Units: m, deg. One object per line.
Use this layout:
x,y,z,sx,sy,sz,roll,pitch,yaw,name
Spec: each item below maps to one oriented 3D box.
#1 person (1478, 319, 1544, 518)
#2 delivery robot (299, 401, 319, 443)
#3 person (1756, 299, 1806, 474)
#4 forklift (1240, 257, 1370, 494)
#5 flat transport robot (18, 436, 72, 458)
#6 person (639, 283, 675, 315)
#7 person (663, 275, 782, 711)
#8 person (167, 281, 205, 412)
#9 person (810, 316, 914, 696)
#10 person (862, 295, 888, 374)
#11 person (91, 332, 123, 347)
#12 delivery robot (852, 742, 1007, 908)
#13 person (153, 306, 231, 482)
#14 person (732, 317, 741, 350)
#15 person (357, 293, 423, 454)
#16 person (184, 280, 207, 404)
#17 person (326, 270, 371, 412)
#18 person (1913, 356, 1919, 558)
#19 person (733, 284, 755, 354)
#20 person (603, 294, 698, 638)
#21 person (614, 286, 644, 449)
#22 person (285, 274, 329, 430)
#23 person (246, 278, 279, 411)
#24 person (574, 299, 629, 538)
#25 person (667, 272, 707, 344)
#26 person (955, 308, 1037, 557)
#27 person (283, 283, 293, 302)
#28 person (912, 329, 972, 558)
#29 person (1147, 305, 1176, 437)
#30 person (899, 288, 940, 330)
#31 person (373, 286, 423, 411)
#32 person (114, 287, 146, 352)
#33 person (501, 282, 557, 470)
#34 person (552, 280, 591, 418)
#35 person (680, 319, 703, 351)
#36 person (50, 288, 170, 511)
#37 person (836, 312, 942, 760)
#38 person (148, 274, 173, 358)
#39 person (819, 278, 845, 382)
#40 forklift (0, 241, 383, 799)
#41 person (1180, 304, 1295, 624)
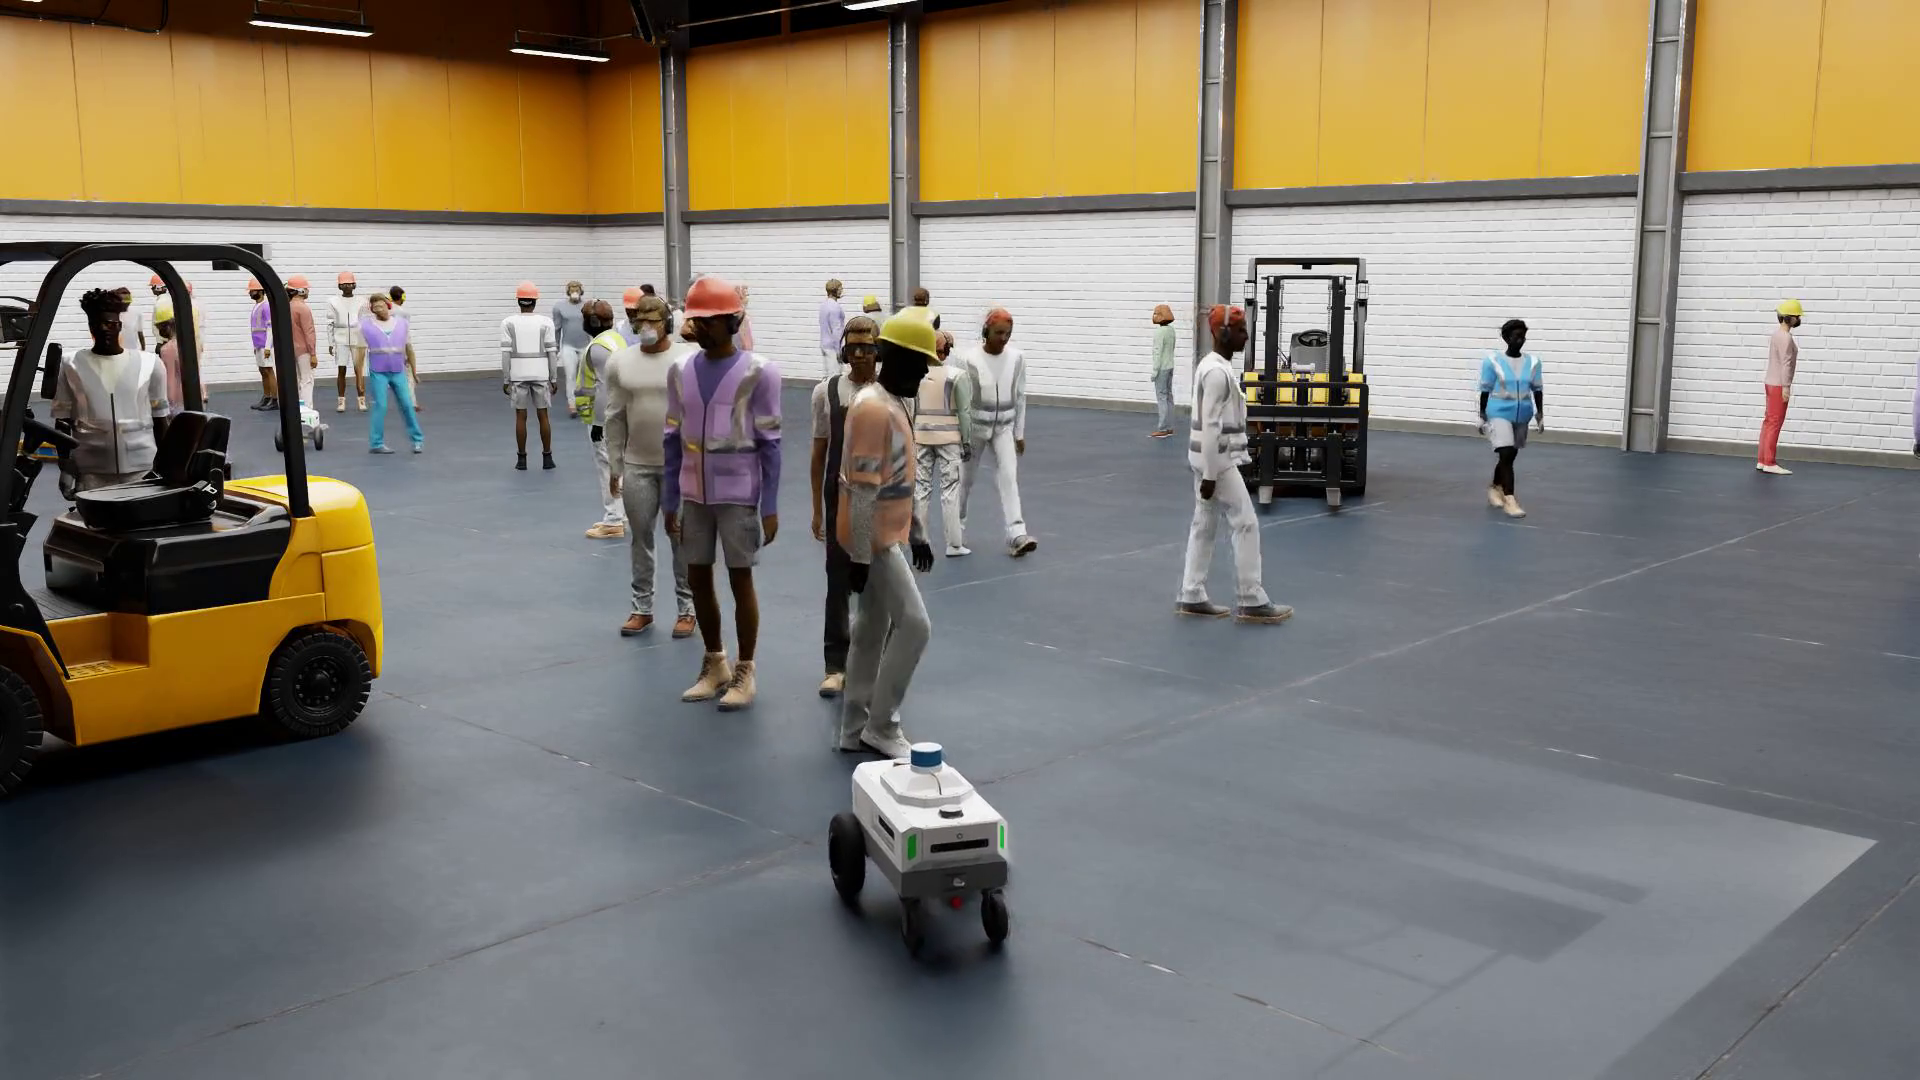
4.668,-1.051,14.139,0.541,1.657,0.857,-1,9,-8,person
-7.577,-1.360,19.106,0.477,0.478,0.707,-3,10,-15,delivery robot
8.343,-1.552,16.870,0.326,1.767,0.533,2,10,14,person
3.309,-1.629,16.029,1.214,2.155,2.313,2,9,11,forklift
-9.566,-0.994,18.020,1.431,0.197,0.652,4,10,20,flat transport robot
-4.117,-2.599,22.962,0.682,1.873,0.787,2,9,13,person
-1.137,-0.214,7.838,0.611,2.046,0.376,4,10,22,person
-10.292,-2.490,22.095,0.370,1.935,0.552,-1,9,-7,person
-0.472,-0.157,8.074,0.505,1.846,0.346,0,9,-3,person
-1.234,-2.933,25.602,0.524,1.681,0.864,-9,13,-43,person
-10.816,-2.220,21.162,0.317,1.698,0.540,0,9,-1,person
-0.106,0.891,5.306,0.477,0.478,0.707,-3,10,-18,delivery robot
-6.954,-1.236,14.981,0.558,1.740,0.560,0,9,1,person
-2.803,-2.013,20.133,0.340,1.618,0.528,-2,10,-15,person
-6.410,-1.855,18.629,0.675,1.807,0.463,-7,11,-36,person
-11.614,-2.949,25.026,0.438,1.901,0.673,0,9,-1,person
-8.837,-2.869,24.089,0.605,2.045,0.378,-4,10,-21,person
6.701,-0.674,11.055,0.652,1.906,0.405,9,13,44,person
-2.802,-2.378,21.653,0.958,1.864,0.667,-2,10,-13,person
-1.687,-0.405,9.368,0.658,1.930,0.394,1,9,5,person
-3.230,-1.561,16.540,0.555,1.888,0.930,2,10,15,person
-8.452,-2.405,21.389,0.612,1.997,0.376,8,12,41,person
-10.223,-2.859,24.354,0.360,1.939,0.543,-8,12,-40,person
-2.757,-0.935,12.861,0.429,1.839,0.633,0,9,0,person
-2.513,-1.613,16.399,0.682,2.000,0.537,-9,13,-44,person
0.216,-0.786,12.125,0.590,1.783,1.134,-3,10,-20,person
-9.425,-2.688,23.514,0.330,1.874,0.518,2,9,13,person
-0.157,-0.689,11.961,0.514,1.641,0.307,4,10,23,person
2.499,-2.084,20.536,0.279,1.633,0.505,5,11,29,person
-0.576,-2.558,22.887,0.622,1.820,0.818,2,9,10,person
-8.124,-2.730,23.910,0.511,1.844,0.750,3,10,17,person
-10.906,-2.391,21.782,0.437,1.842,0.586,7,12,38,person
-4.444,-1.689,17.180,0.552,1.935,0.365,-2,10,-14,person
-5.301,-2.635,23.078,0.661,1.901,0.928,-3,10,-17,person
-2.514,-1.312,15.805,0.501,1.632,0.285,2,9,11,person
-4.767,-0.432,9.387,0.606,1.966,0.367,-5,11,-30,person
-0.282,-0.005,7.004,0.547,1.887,0.595,0,9,2,person
-11.977,-3.001,25.052,0.378,1.995,0.612,-2,9,-10,person
-1.724,-2.585,22.673,0.372,1.940,0.627,-4,10,-21,person
-3.706,-0.171,7.093,1.214,2.155,2.313,9,13,43,forklift
1.658,-0.437,9.755,0.756,1.861,0.587,1,9,4,person
